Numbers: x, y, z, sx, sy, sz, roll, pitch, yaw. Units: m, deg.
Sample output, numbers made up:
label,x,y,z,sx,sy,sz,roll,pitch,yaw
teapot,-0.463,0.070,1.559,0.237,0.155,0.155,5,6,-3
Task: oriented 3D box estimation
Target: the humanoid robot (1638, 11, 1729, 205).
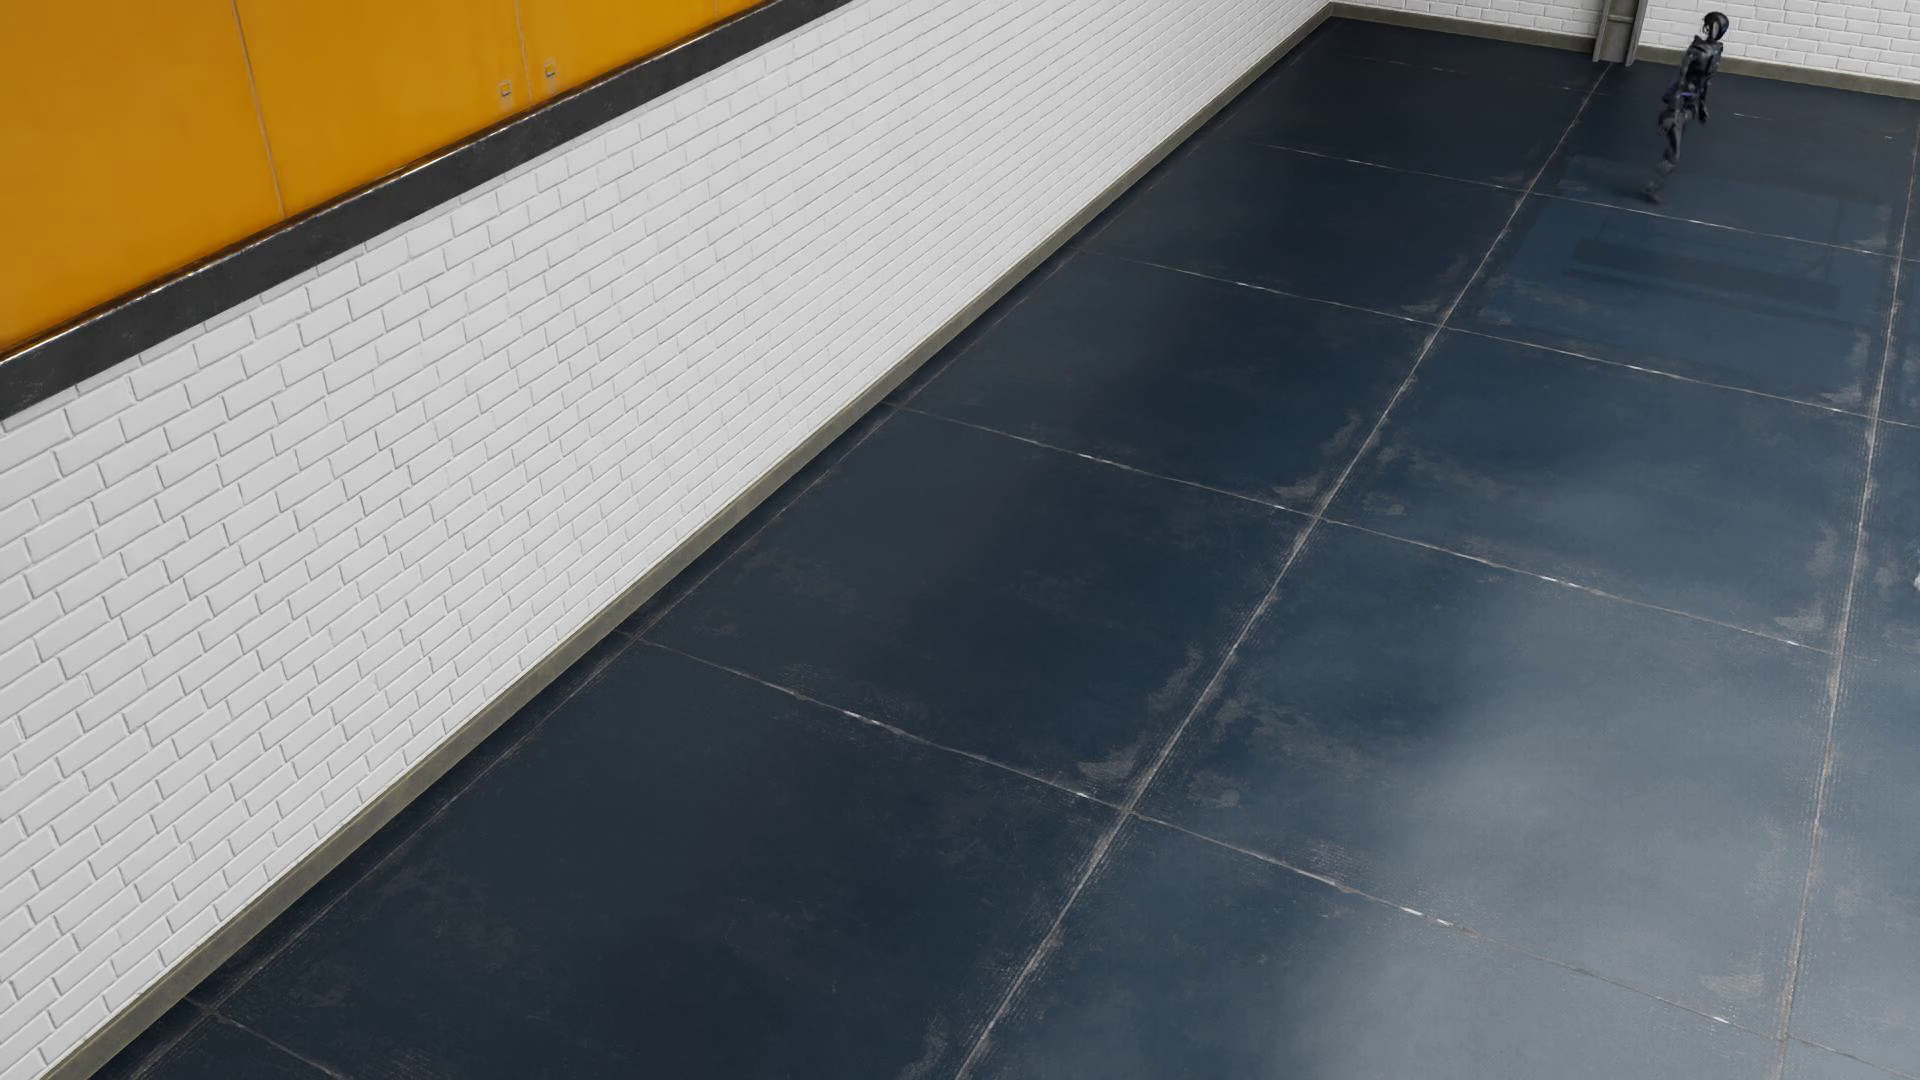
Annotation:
label,x,y,z,sx,sy,sz,roll,pitch,yaw
humanoid robot,6.185,-3.698,14.226,0.603,1.644,0.443,-25,41,-32
